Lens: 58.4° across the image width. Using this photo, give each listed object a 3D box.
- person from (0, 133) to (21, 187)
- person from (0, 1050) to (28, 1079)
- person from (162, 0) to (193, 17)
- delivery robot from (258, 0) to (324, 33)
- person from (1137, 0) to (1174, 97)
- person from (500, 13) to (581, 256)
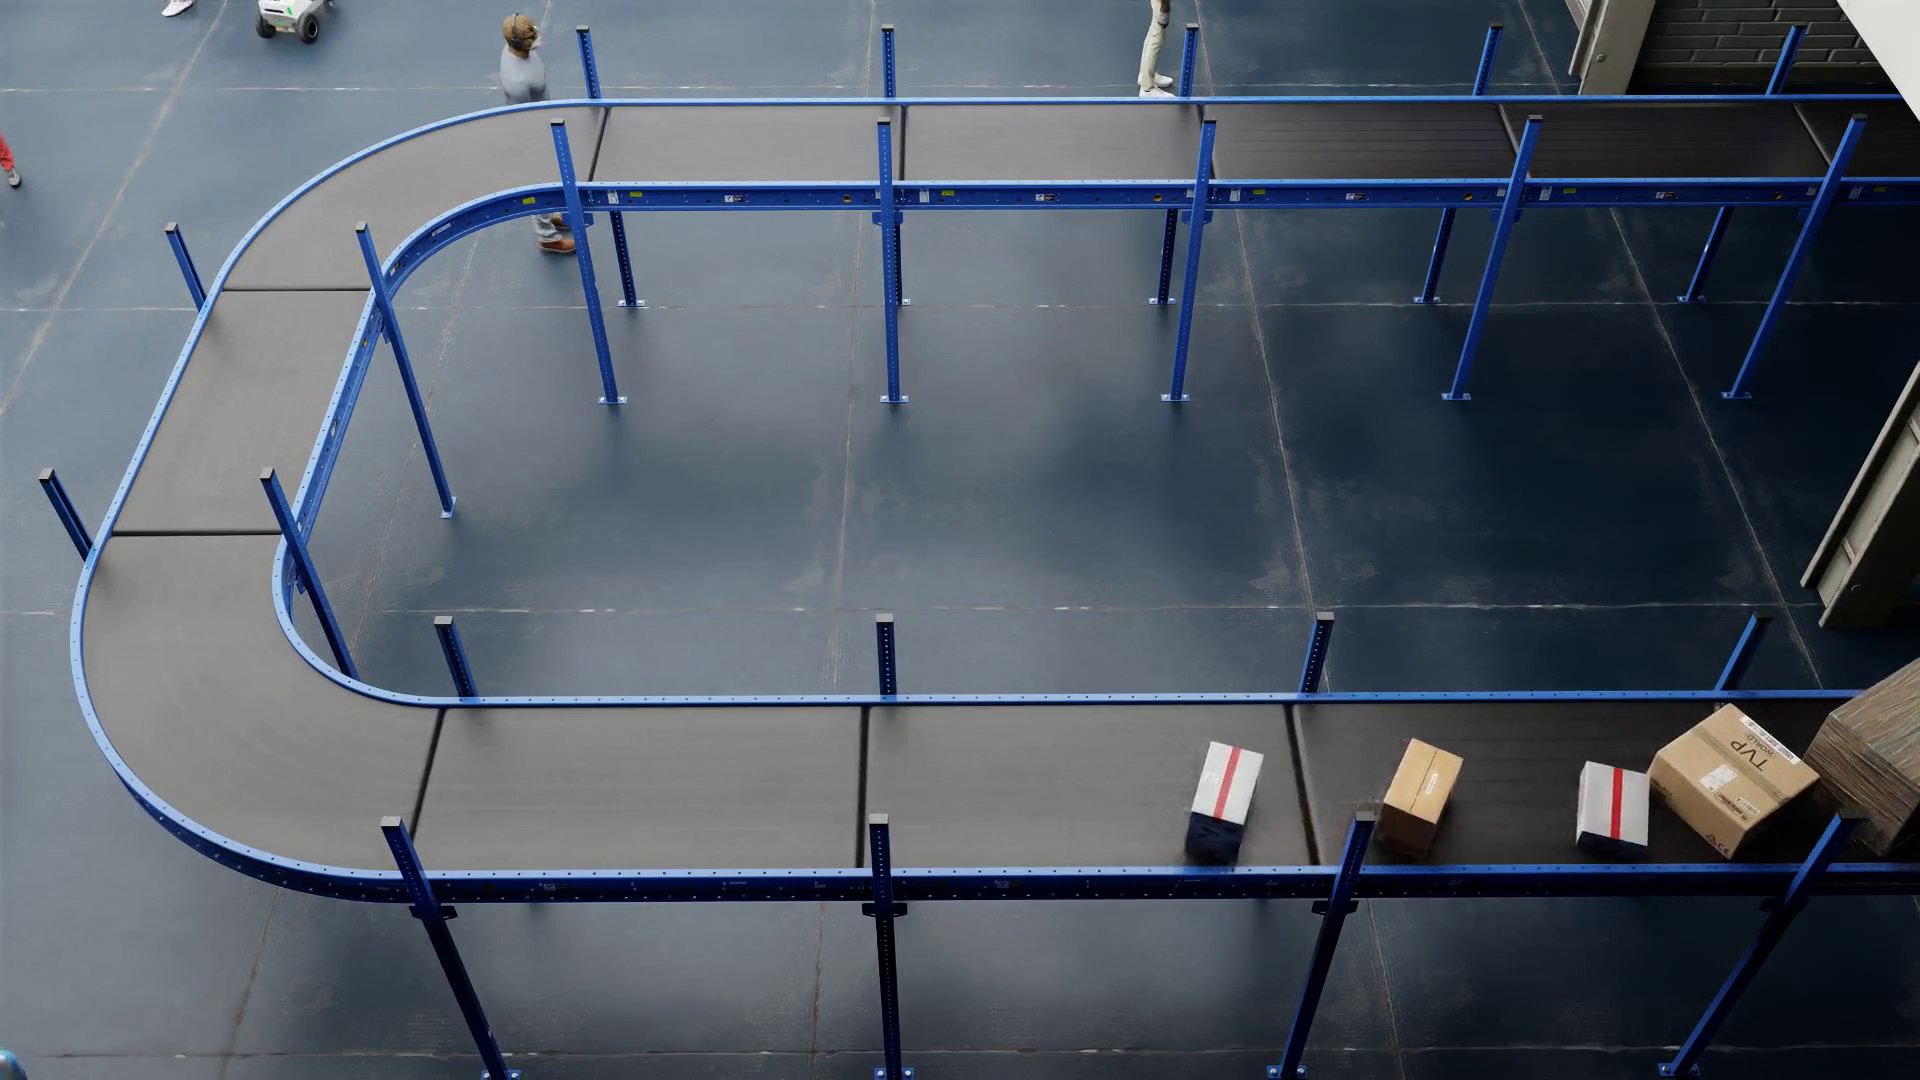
[{"bbox_3d":[-7.841,-3.518,13.350,0.527,1.772,0.305,-12,48,-11],"label":"person"},{"bbox_3d":[-4.196,2.724,7.601,0.911,1.636,0.541,25,52,21],"label":"person"},{"bbox_3d":[-7.041,-5.744,15.363,0.646,1.876,0.930,30,54,25],"label":"person"},{"bbox_3d":[-5.981,-4.902,15.426,0.477,0.478,0.707,10,48,9],"label":"delivery robot"},{"bbox_3d":[1.696,-4.517,14.225,0.321,1.865,0.516,4,47,4],"label":"person"},{"bbox_3d":[-3.156,-3.028,12.779,0.353,1.937,0.635,-7,47,-6],"label":"person"}]
